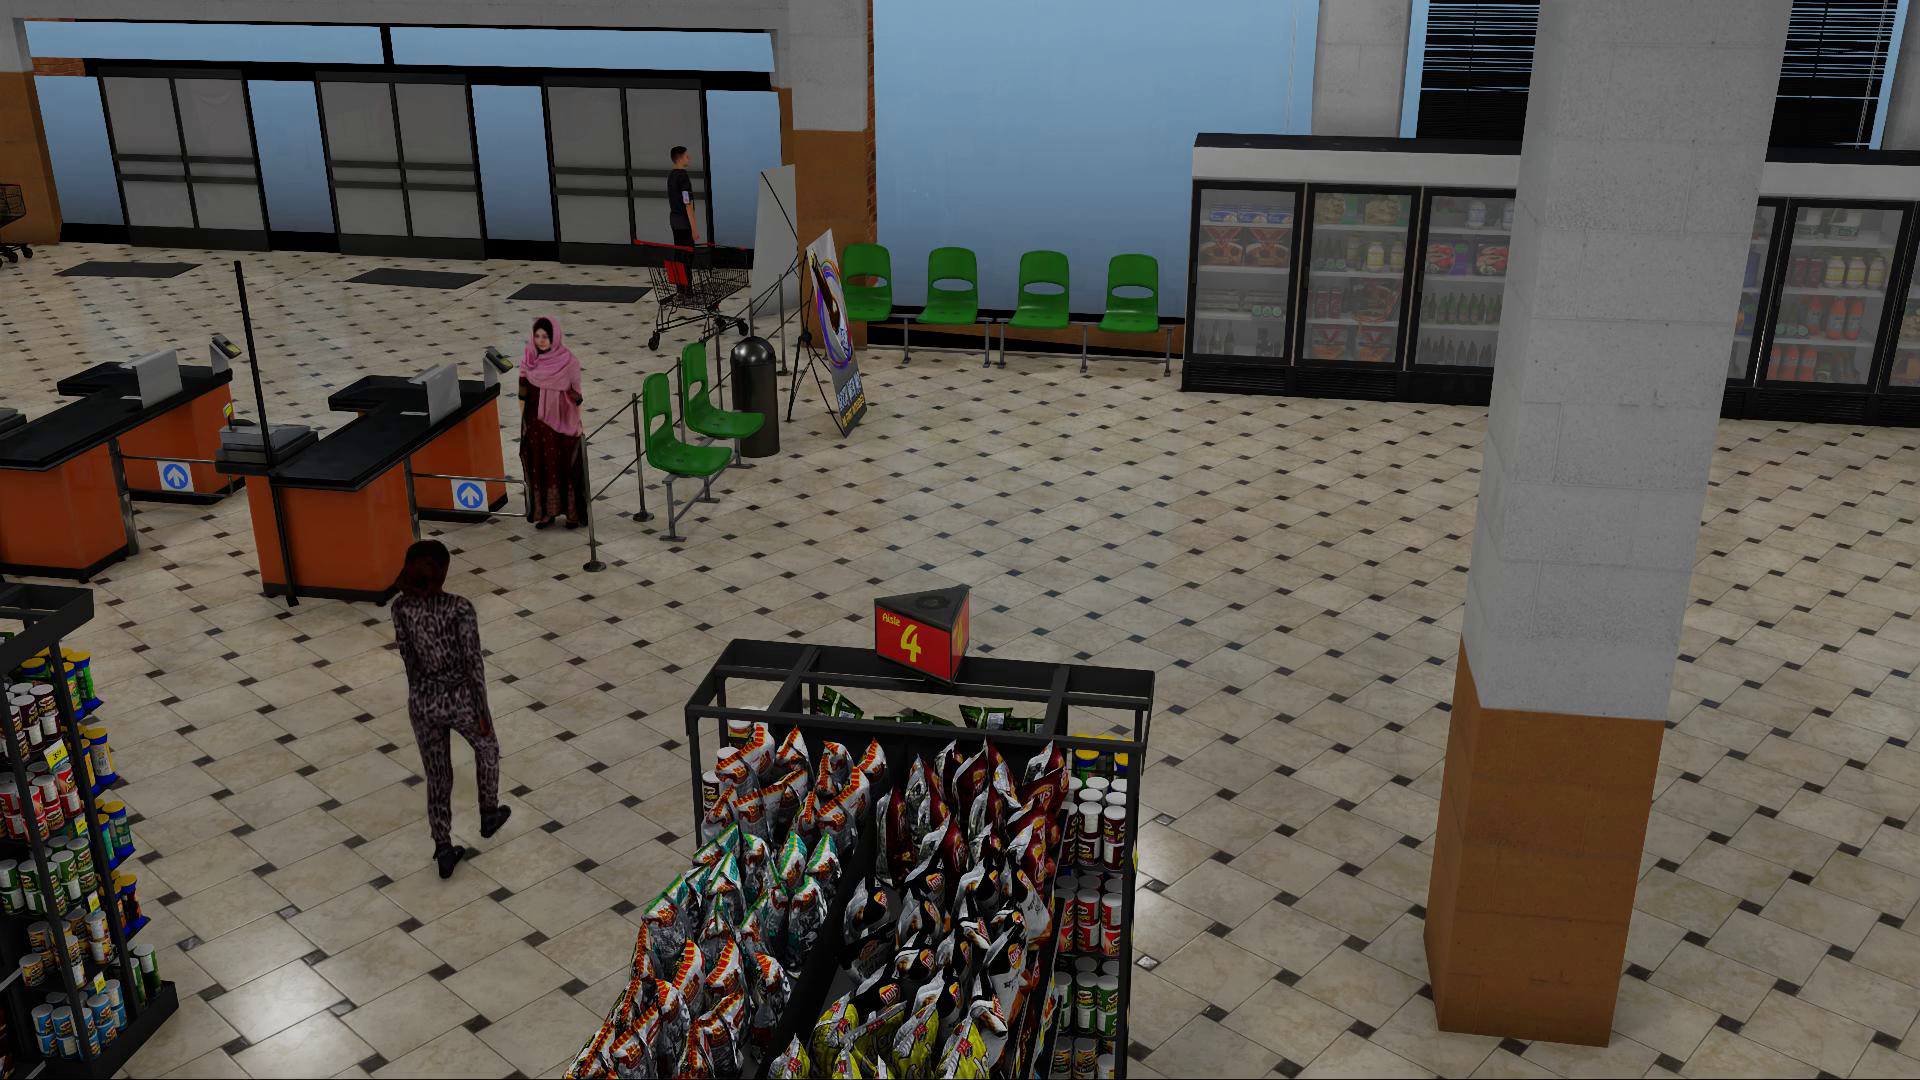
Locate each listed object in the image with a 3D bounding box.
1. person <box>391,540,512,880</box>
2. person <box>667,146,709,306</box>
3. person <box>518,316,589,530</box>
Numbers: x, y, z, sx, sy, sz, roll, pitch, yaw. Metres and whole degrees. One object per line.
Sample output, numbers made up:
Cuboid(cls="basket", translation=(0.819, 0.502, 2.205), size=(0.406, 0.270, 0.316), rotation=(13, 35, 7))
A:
Cuboid(cls="person", translation=(-2.501, 0.840, 7.979), size=(0.635, 1.693, 0.838), rotation=(2, 22, 5))
Cuboid(cls="person", translation=(-3.138, -3.569, 18.859), size=(0.778, 1.763, 0.690), rotation=(-11, 24, -25))
Cuboid(cls="person", translation=(-3.027, -0.878, 12.339), size=(0.711, 1.630, 0.671), rotation=(-1, 22, -2))
